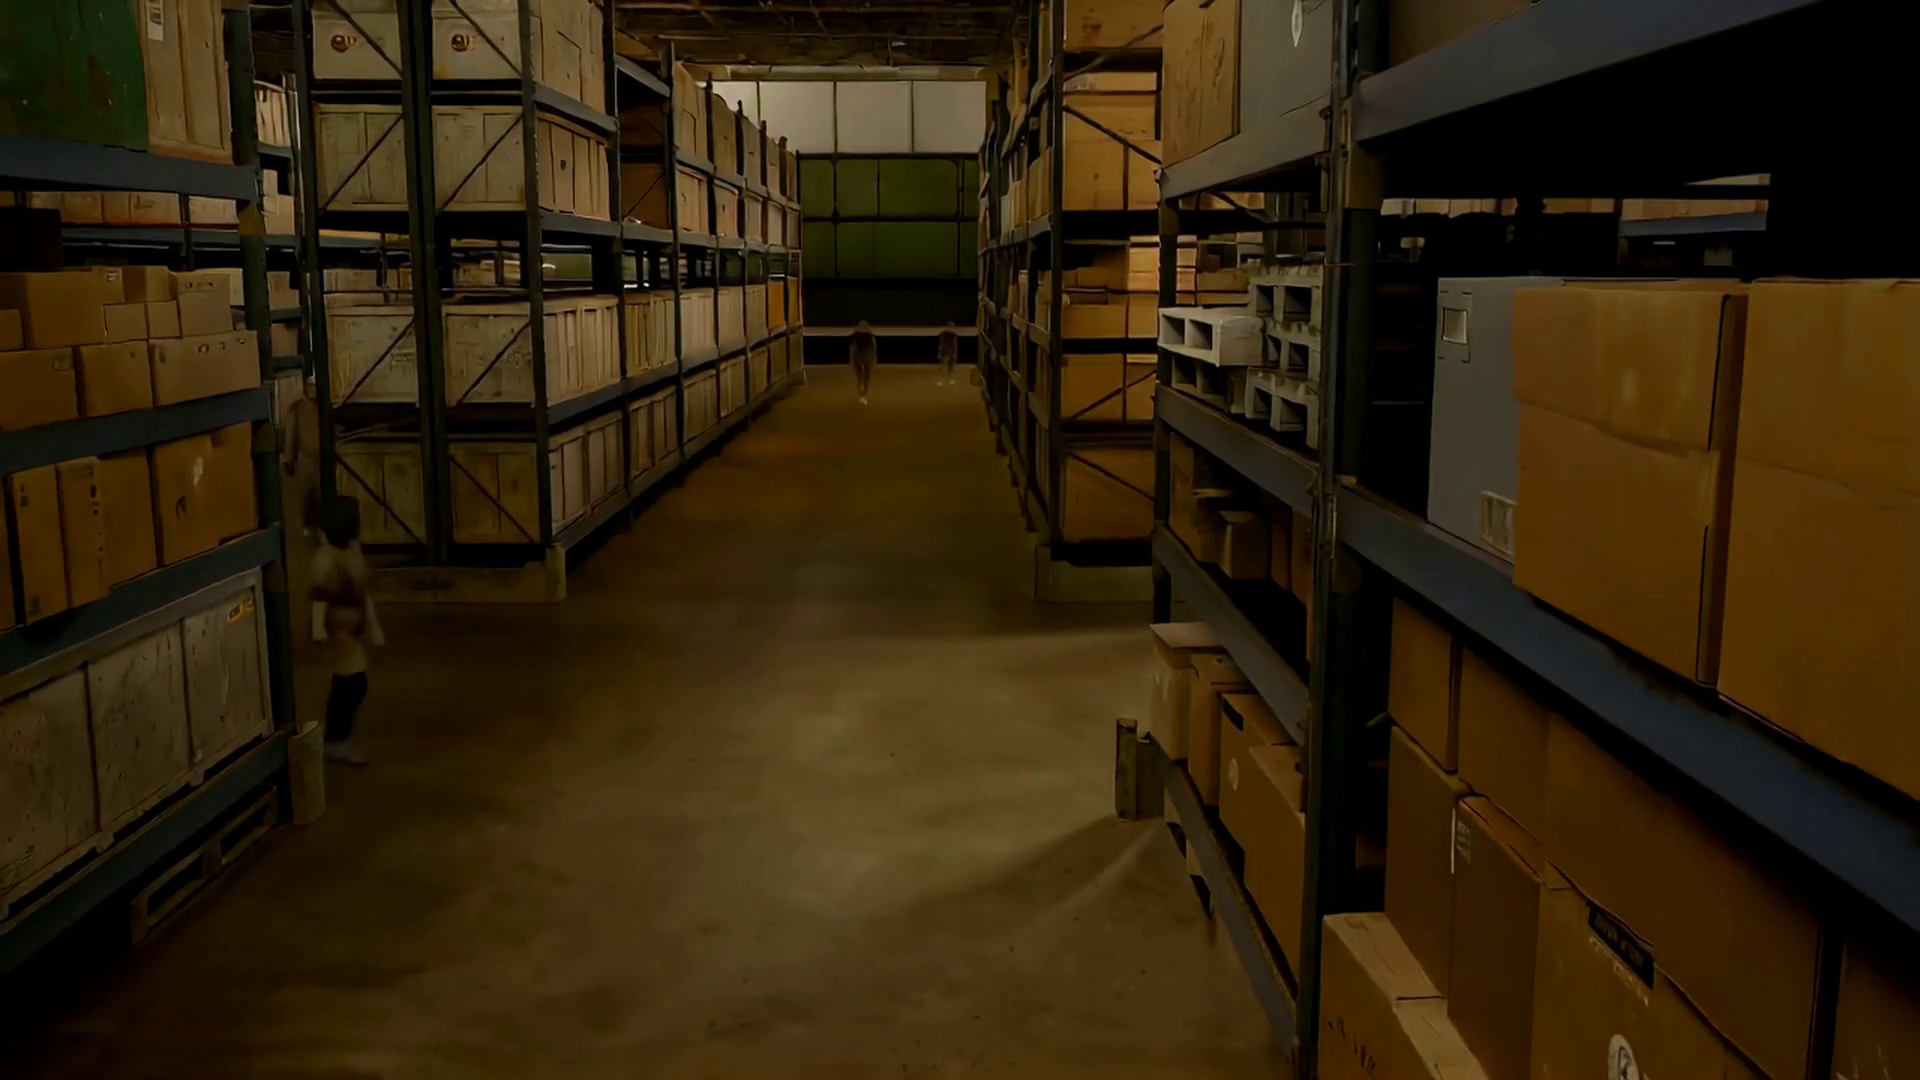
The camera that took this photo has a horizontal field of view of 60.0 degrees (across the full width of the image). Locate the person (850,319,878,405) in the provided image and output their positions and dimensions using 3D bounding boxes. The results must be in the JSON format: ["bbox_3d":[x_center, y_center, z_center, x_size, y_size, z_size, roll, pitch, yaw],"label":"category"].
[{"bbox_3d":[-2.171,-3.996,37.300,0.646,1.909,0.773,-2,9,-12],"label":"person"}]

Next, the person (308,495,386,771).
[{"bbox_3d":[-3.700,0.560,10.088,0.501,1.677,0.548,0,9,0],"label":"person"}]

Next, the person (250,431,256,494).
[{"bbox_3d":[-7.343,-0.574,16.509,0.669,1.857,1.018,-5,10,-27],"label":"person"}]

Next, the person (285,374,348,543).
[{"bbox_3d":[-7.104,-0.900,18.414,0.669,1.881,0.434,-5,10,-26],"label":"person"}]

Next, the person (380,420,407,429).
[{"bbox_3d":[-9.557,-2.362,27.938,0.506,1.696,0.890,2,9,10],"label":"person"}]

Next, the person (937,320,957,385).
[{"bbox_3d":[-0.361,-4.884,43.432,0.577,1.703,0.830,5,11,30],"label":"person"}]
